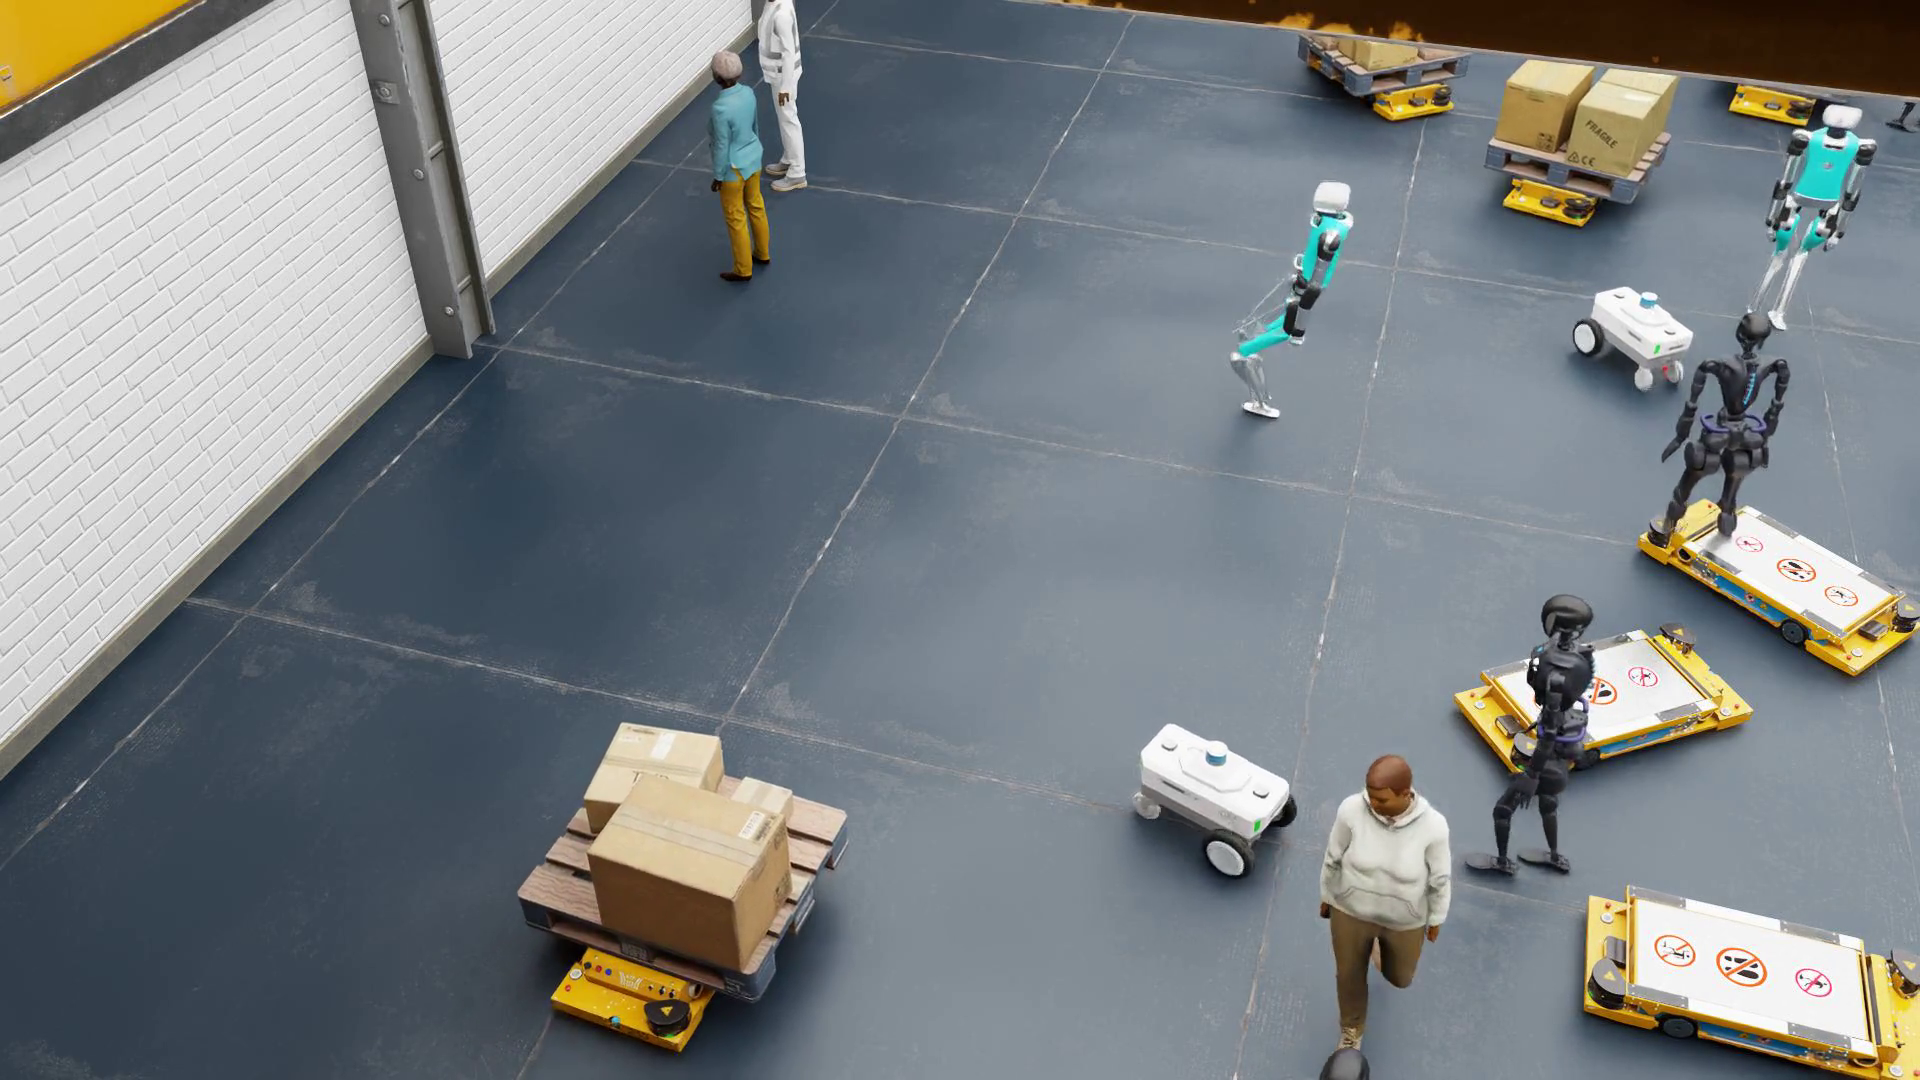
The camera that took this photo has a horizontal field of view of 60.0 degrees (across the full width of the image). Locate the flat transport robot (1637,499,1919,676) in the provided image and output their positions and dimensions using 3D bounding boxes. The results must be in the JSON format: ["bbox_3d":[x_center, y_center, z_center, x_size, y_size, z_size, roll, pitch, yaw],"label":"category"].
[{"bbox_3d":[4.781,0.220,9.731,0.659,0.231,1.431,-24,45,-27],"label":"flat transport robot"}]

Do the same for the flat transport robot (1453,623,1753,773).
[{"bbox_3d":[3.457,0.864,8.930,1.431,0.231,0.659,-12,40,-15],"label":"flat transport robot"}]

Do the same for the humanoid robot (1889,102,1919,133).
[{"bbox_3d":[8.479,-4.252,14.170,0.599,1.644,0.547,-31,48,-32],"label":"humanoid robot"}]

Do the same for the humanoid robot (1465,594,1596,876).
[{"bbox_3d":[2.760,0.946,7.712,0.469,1.631,0.587,14,41,17],"label":"humanoid robot"}]

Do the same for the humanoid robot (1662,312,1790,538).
[{"bbox_3d":[4.415,-0.550,9.575,0.590,1.648,0.523,1,39,1],"label":"humanoid robot"}]

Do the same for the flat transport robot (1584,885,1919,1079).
[{"bbox_3d":[3.583,2.009,7.506,1.431,0.231,0.659,11,40,14],"label":"flat transport robot"}]

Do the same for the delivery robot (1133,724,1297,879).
[{"bbox_3d":[1.264,1.254,8.225,0.794,0.606,0.499,25,45,28],"label":"delivery robot"}]

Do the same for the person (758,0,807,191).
[{"bbox_3d":[-1.441,-3.736,13.363,0.337,1.882,0.583,-8,39,-9],"label":"person"}]

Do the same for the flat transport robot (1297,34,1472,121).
[{"bbox_3d":[3.859,-4.254,15.296,0.659,0.231,1.431,-14,41,-17],"label":"flat transport robot"}]

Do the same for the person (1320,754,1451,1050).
[{"bbox_3d":[1.772,1.491,6.979,0.519,1.732,0.657,12,40,15],"label":"person"}]

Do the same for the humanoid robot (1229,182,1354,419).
[{"bbox_3d":[2.041,-1.477,10.706,0.774,1.818,0.555,10,40,12],"label":"humanoid robot"}]

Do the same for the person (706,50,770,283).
[{"bbox_3d":[-1.652,-2.740,12.227,0.338,1.753,0.537,18,42,21],"label":"person"}]

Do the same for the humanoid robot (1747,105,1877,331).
[{"bbox_3d":[5.943,-2.287,11.696,0.550,1.795,0.757,15,41,18],"label":"humanoid robot"}]

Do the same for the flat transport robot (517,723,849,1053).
[{"bbox_3d":[-1.275,1.710,7.878,0.659,0.231,1.431,14,41,17],"label":"flat transport robot"}]

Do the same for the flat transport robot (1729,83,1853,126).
[{"bbox_3d":[7.528,-4.184,15.208,0.659,0.231,1.431,20,43,23],"label":"flat transport robot"}]

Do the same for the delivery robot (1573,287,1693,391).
[{"bbox_3d":[4.710,-1.449,11.587,0.499,0.606,0.796,-14,41,-17],"label":"delivery robot"}]

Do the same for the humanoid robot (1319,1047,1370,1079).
[{"bbox_3d":[1.360,2.322,6.027,0.599,1.622,0.687,14,41,16],"label":"humanoid robot"}]

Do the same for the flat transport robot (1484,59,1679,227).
[{"bbox_3d":[5.067,-3.023,13.764,0.659,0.231,1.431,23,44,26],"label":"flat transport robot"}]
